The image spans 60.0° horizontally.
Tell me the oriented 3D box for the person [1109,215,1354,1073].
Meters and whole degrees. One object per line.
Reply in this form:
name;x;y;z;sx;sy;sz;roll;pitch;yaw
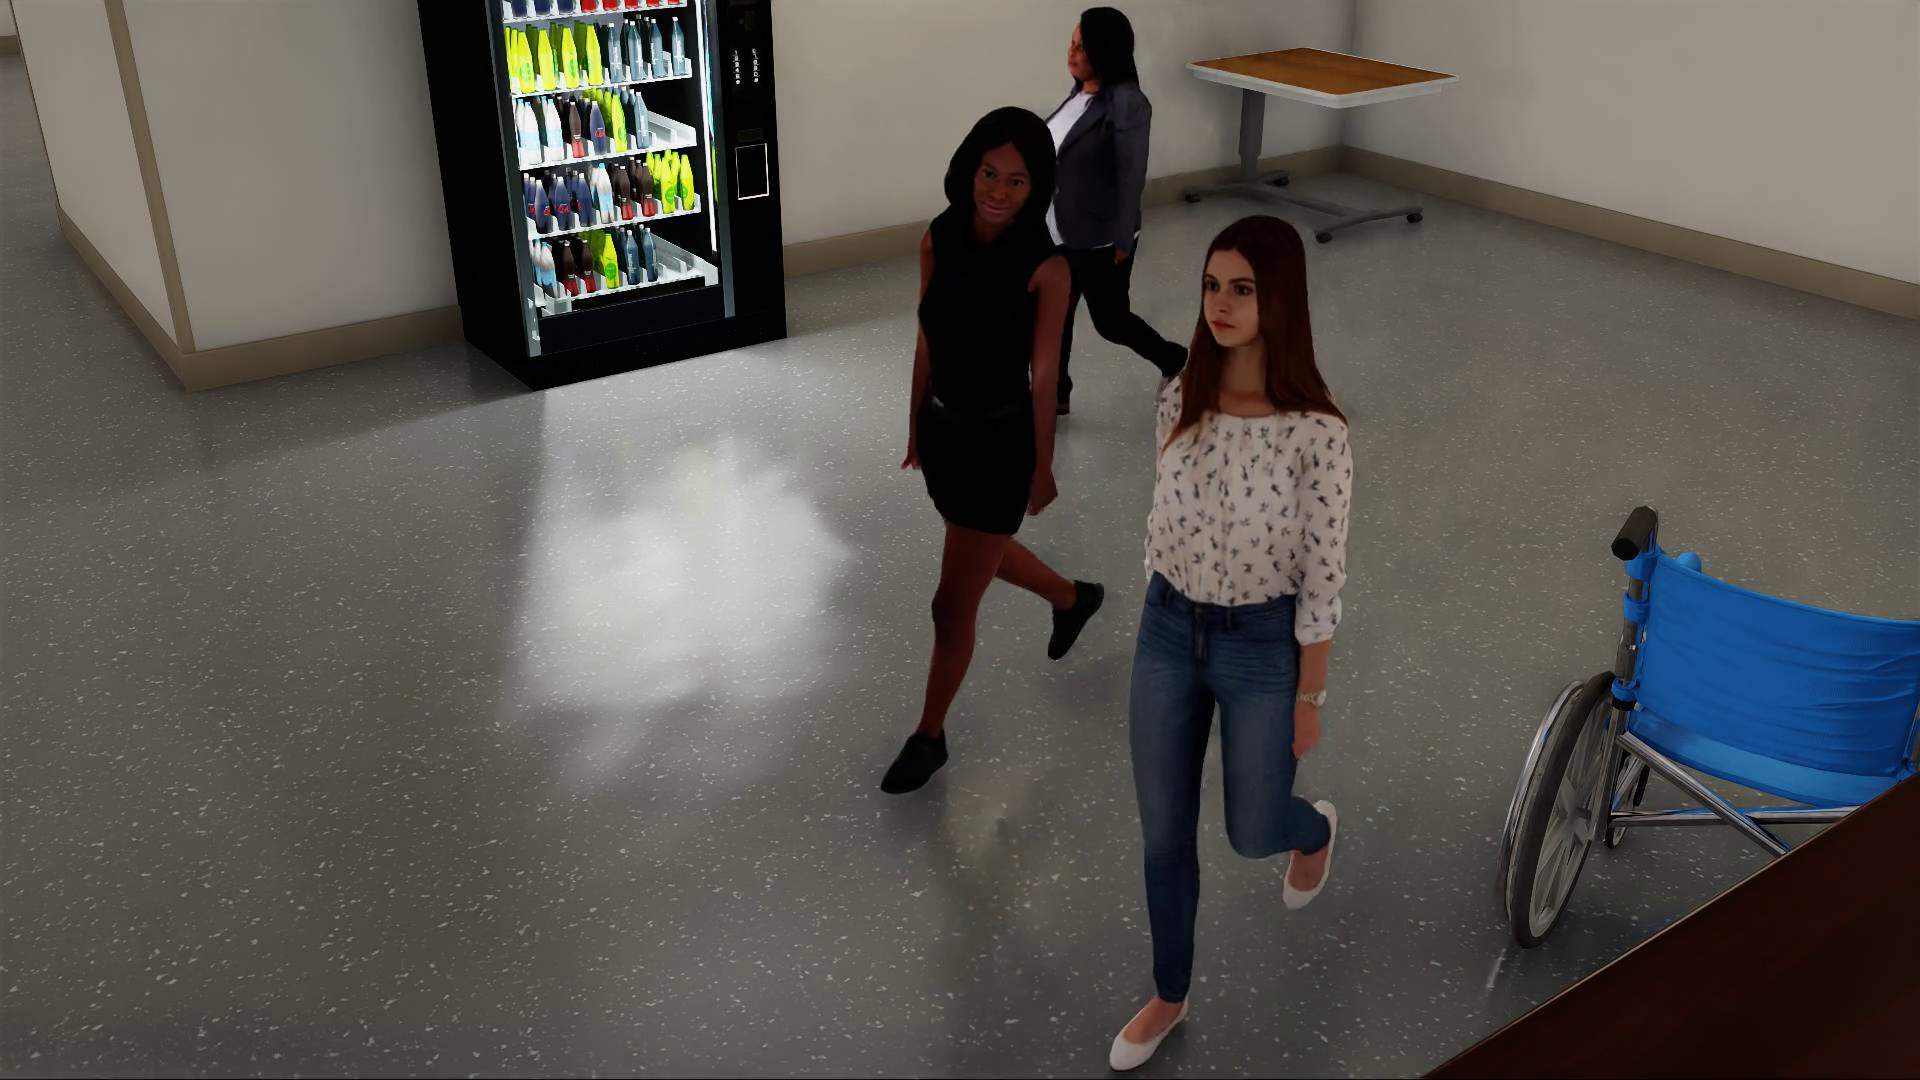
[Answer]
person;0.567;0.210;3.272;0.751;1.714;1.038;20;32;35

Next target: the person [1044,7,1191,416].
person;0.580;-1.199;6.356;1.011;1.573;0.745;-13;28;-24

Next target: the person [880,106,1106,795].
person;0.116;-0.210;4.147;1.151;1.711;0.767;-22;33;-37
